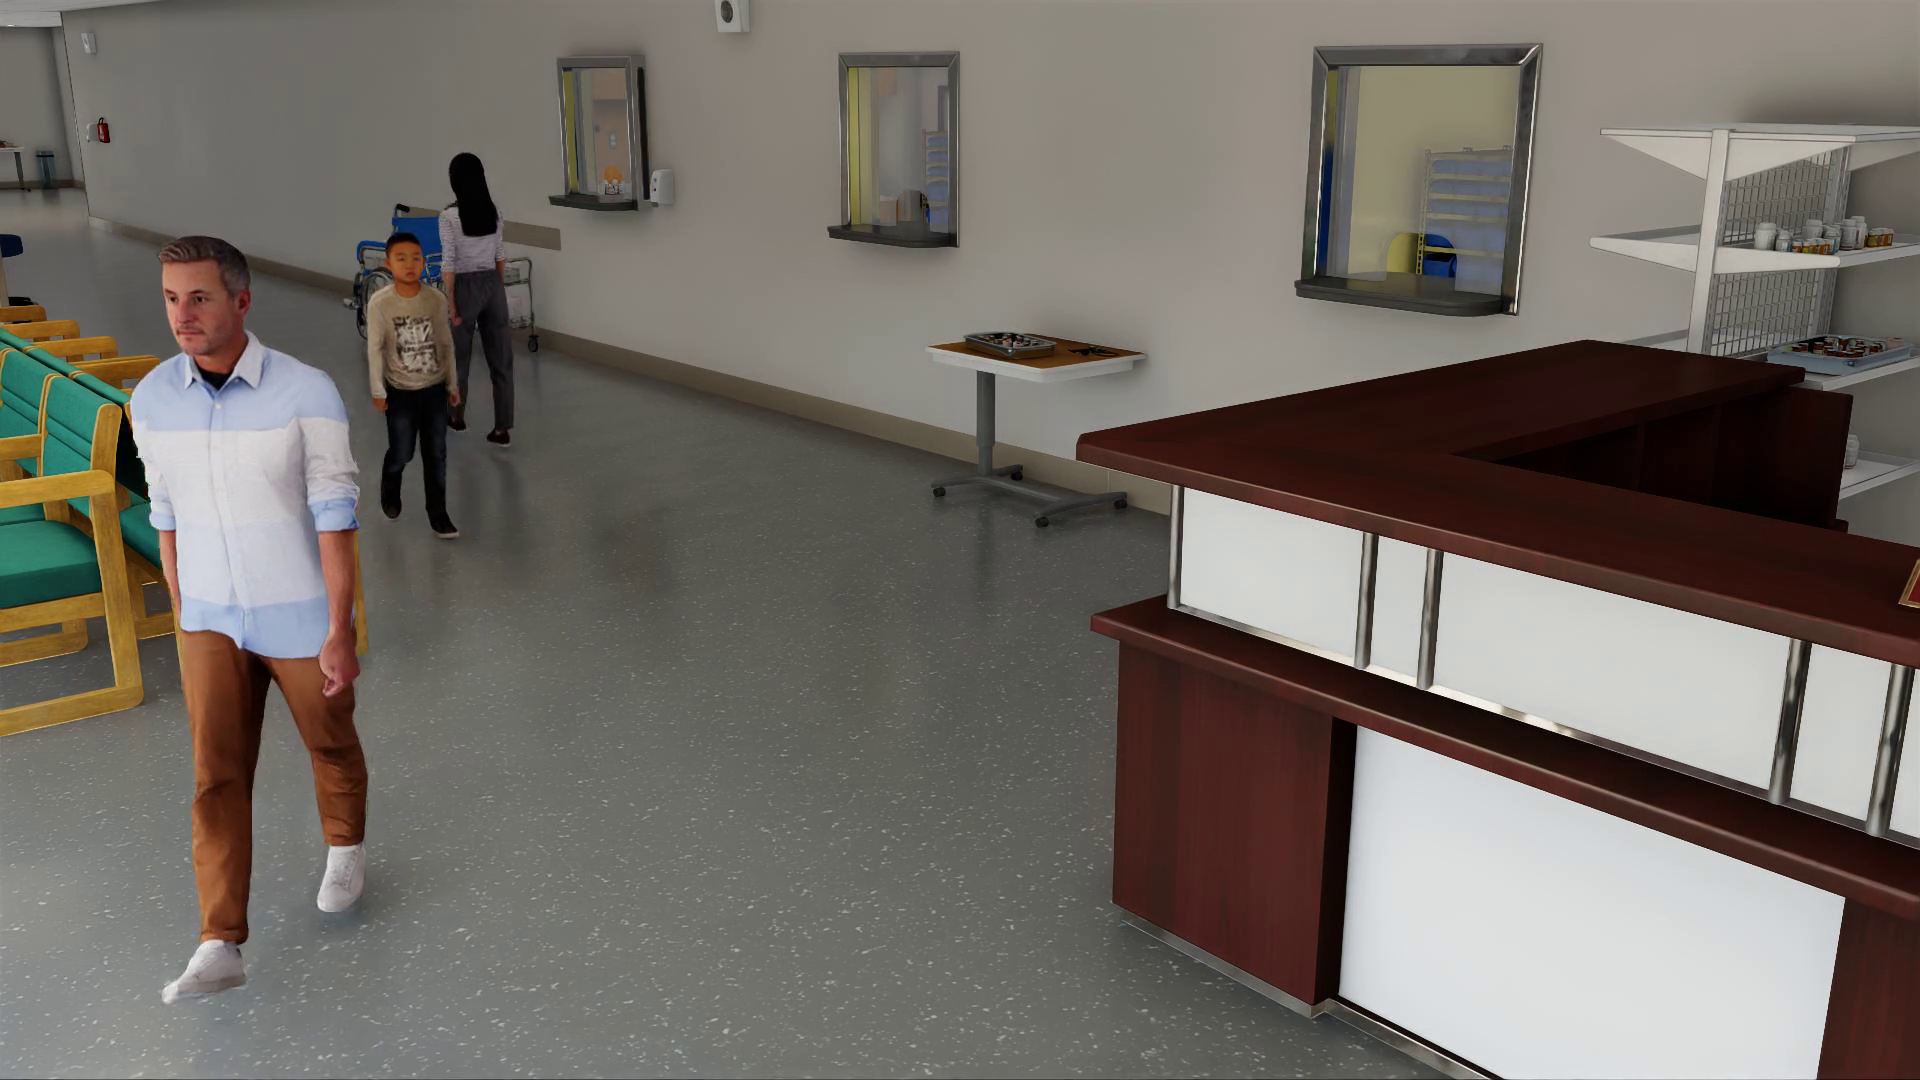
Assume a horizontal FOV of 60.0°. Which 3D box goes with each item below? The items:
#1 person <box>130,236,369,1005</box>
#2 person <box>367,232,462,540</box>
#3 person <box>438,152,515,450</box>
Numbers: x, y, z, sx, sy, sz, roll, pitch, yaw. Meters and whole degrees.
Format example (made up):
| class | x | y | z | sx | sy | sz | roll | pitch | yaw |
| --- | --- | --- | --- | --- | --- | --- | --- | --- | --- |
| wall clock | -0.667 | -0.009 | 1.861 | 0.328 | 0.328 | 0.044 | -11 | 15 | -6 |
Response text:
| class | x | y | z | sx | sy | sz | roll | pitch | yaw |
| --- | --- | --- | --- | --- | --- | --- | --- | --- | --- |
| person | -1.695 | 0.166 | 4.156 | 1.182 | 1.779 | 1.179 | -1 | 16 | -2 |
| person | -2.629 | -0.737 | 7.964 | 0.678 | 1.452 | 0.617 | -12 | 20 | -37 |
| person | -2.779 | -1.375 | 9.762 | 0.904 | 1.703 | 0.681 | -11 | 19 | -35 |
